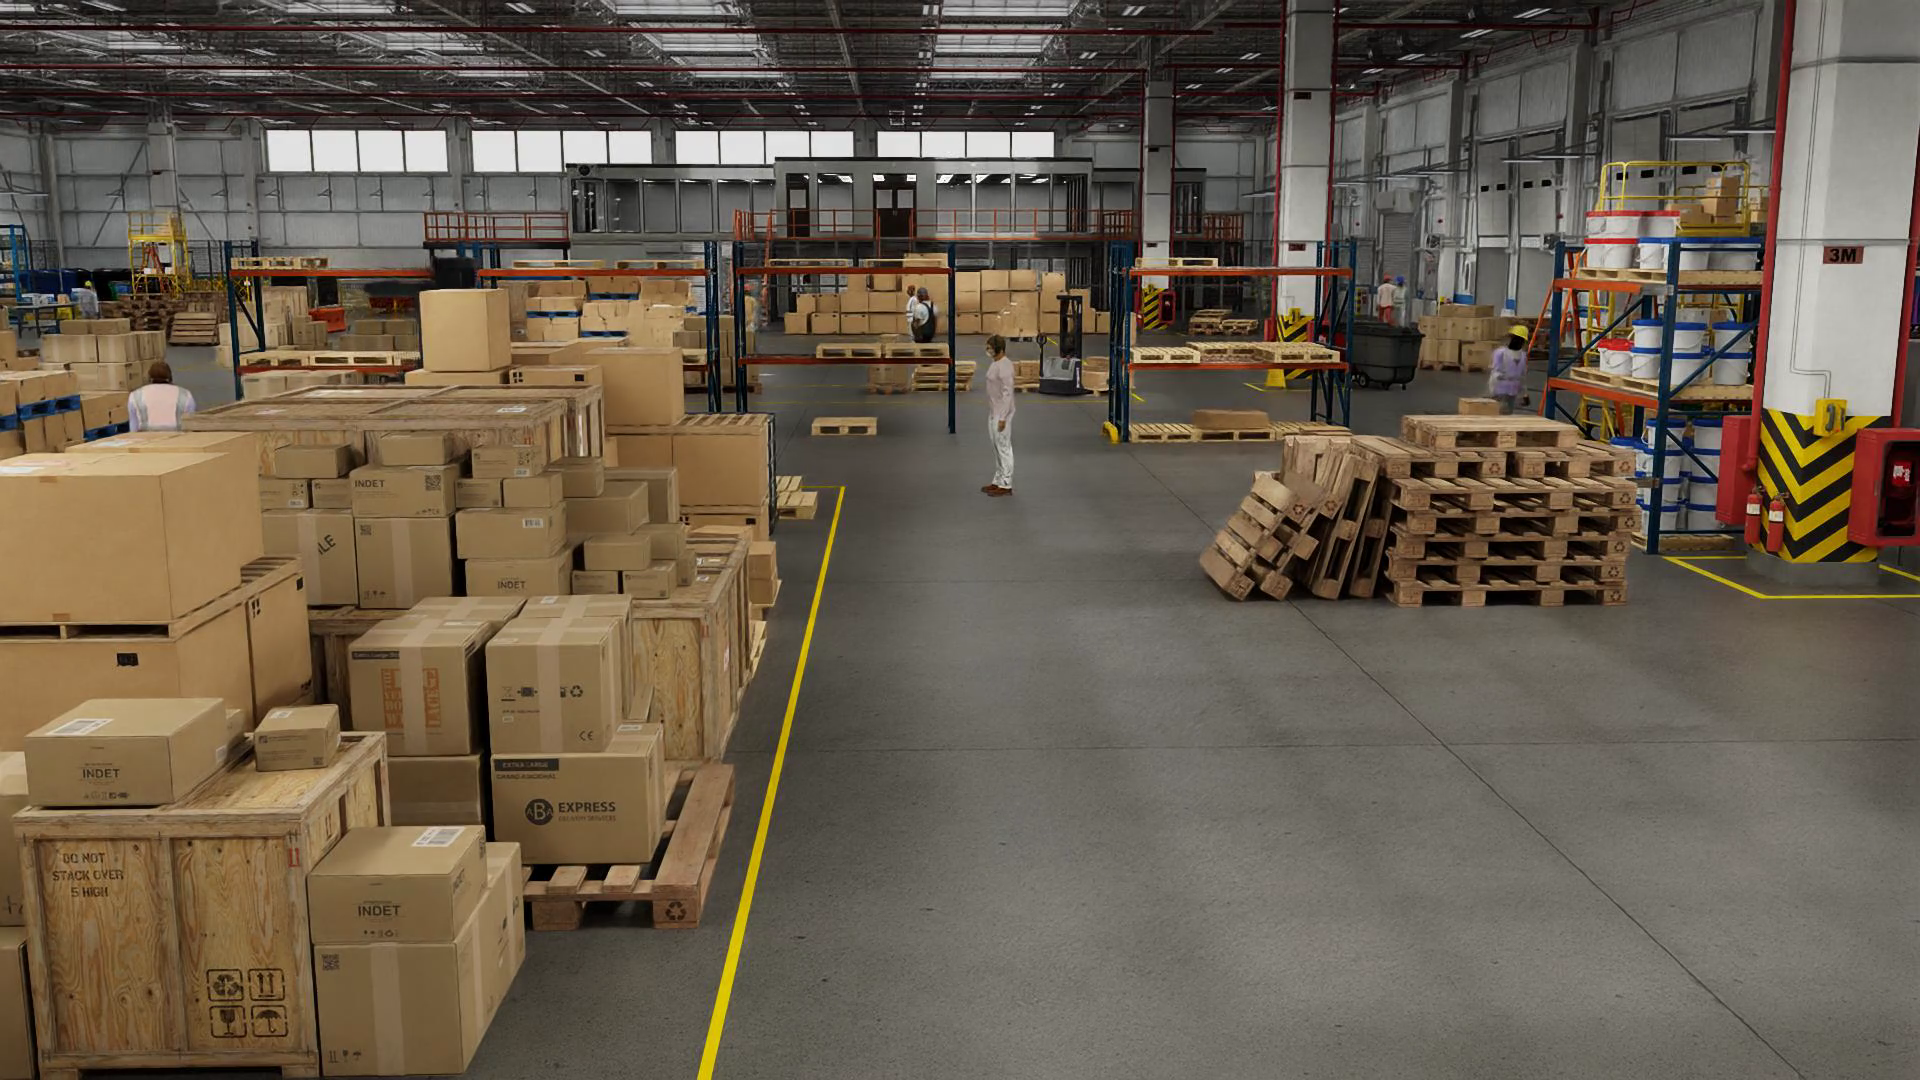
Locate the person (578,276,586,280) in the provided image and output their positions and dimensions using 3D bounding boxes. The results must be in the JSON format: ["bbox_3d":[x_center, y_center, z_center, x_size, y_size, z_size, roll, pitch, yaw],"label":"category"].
[{"bbox_3d":[-13.255,-8.385,58.308,0.347,1.942,0.548,8,13,37],"label":"person"}]

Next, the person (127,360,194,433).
[{"bbox_3d":[-8.153,-0.918,17.042,0.643,1.830,0.437,-5,11,-24],"label":"person"}]

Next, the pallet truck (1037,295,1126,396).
[{"bbox_3d":[2.483,-3.881,33.060,1.885,1.965,0.823,-7,13,-36],"label":"pallet truck"}]

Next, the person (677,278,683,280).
[{"bbox_3d":[-8.894,-7.422,53.136,0.582,1.865,0.624,6,12,29],"label":"person"}]

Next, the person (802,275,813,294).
[{"bbox_3d":[-5.184,-8.030,56.393,0.392,1.920,0.593,4,11,23],"label":"person"}]

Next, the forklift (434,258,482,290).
[{"bbox_3d":[-6.356,-2.204,21.257,1.873,2.768,1.129,0,10,-2],"label":"forklift"}]

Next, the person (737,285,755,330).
[{"bbox_3d":[-5.737,-5.848,44.313,0.553,1.889,0.978,-5,11,-26],"label":"person"}]

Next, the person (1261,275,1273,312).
[{"bbox_3d":[13.252,-10.719,71.757,0.645,1.783,0.965,-3,11,-17],"label":"person"}]

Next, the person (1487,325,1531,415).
[{"bbox_3d":[7.647,-2.055,23.190,0.610,1.888,0.472,-6,12,-31],"label":"person"}]

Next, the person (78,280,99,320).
[{"bbox_3d":[-27.539,-7.297,52.585,0.622,1.819,0.459,-1,10,-7],"label":"person"}]

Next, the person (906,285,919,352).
[{"bbox_3d":[-1.253,-5.833,44.259,0.357,1.881,0.574,-3,11,-15],"label":"person"}]

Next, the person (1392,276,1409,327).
[{"bbox_3d":[14.579,-7.814,55.241,0.611,1.907,0.843,1,10,7],"label":"person"}]

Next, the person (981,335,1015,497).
[{"bbox_3d":[0.470,-1.486,19.902,0.370,1.934,0.627,-2,10,-10],"label":"person"}]

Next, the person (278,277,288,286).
[{"bbox_3d":[-25.598,-9.088,62.889,0.486,1.707,0.864,-1,10,-3],"label":"person"}]

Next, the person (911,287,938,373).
[{"bbox_3d":[-0.850,-4.739,37.719,0.546,2.000,0.717,8,13,39],"label":"person"}]

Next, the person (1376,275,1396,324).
[{"bbox_3d":[14.052,-7.764,54.865,0.661,1.949,0.957,0,10,3],"label":"person"}]
